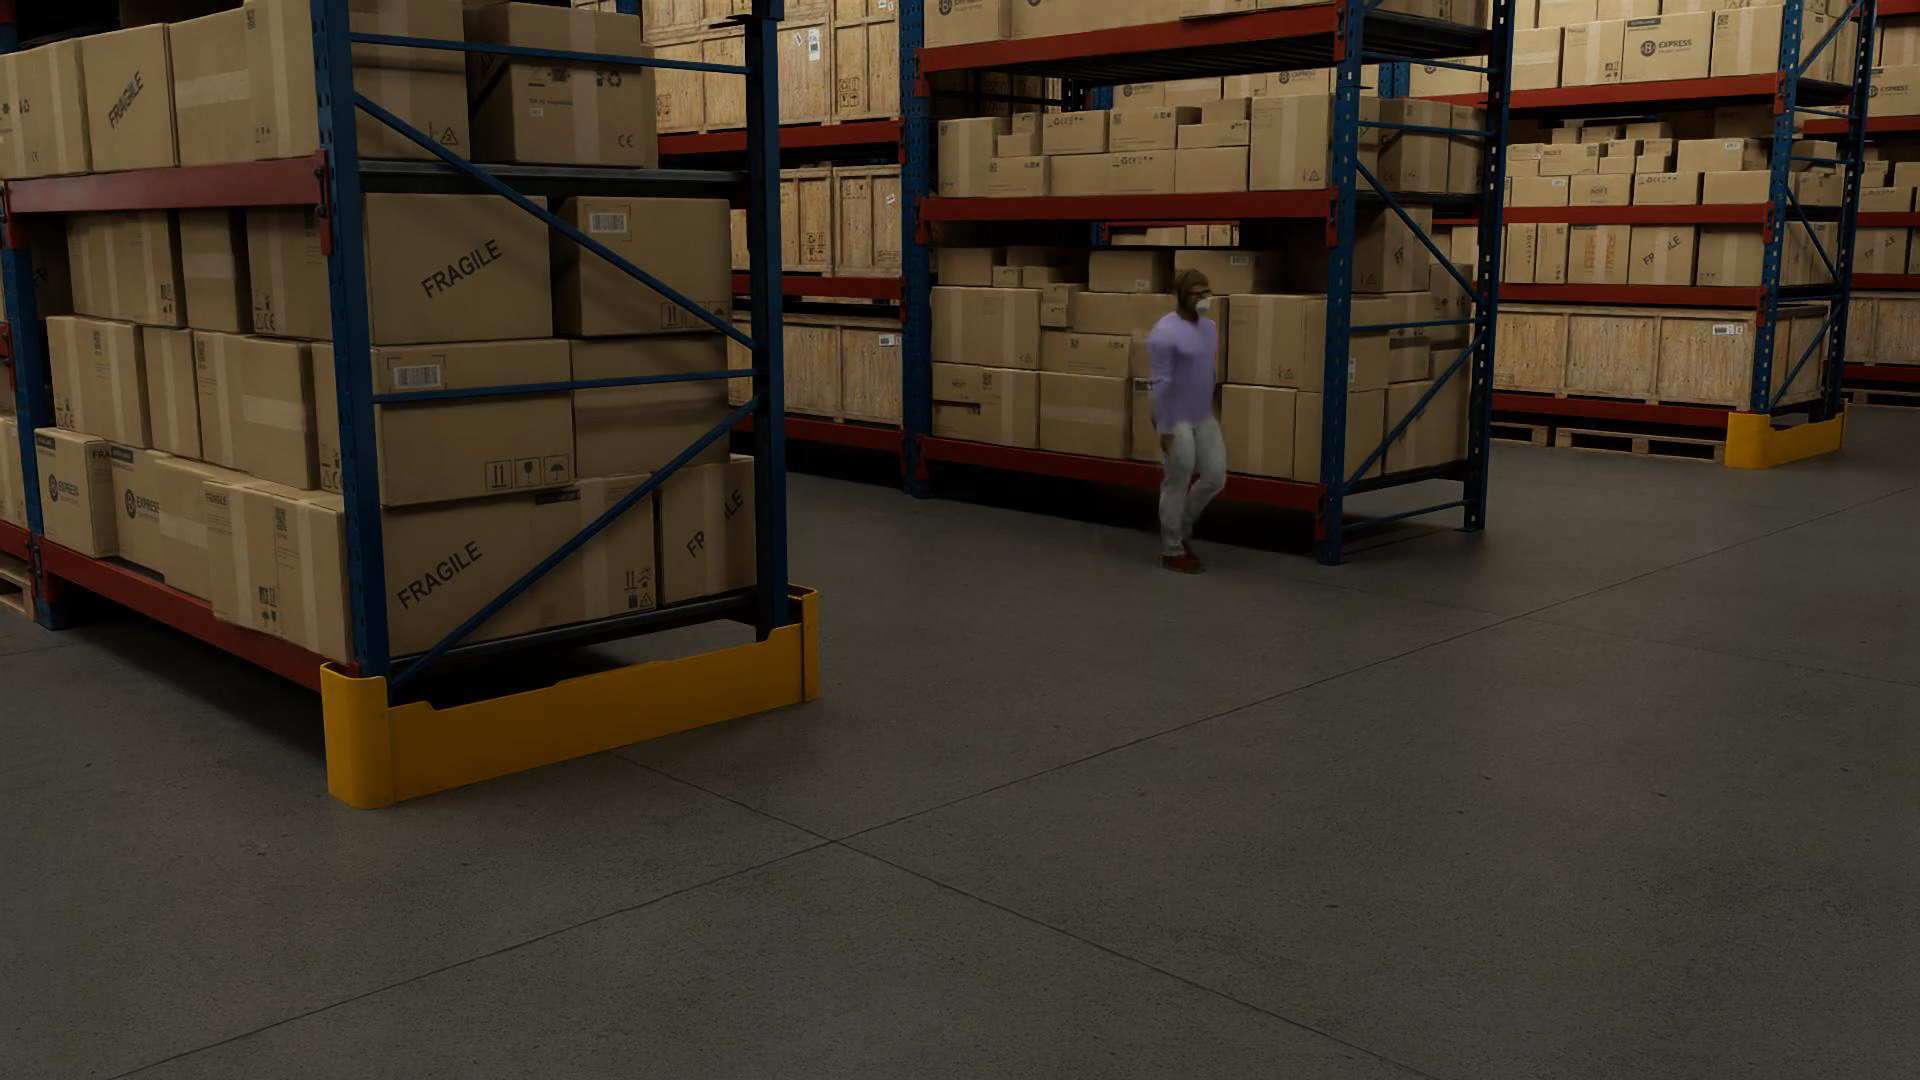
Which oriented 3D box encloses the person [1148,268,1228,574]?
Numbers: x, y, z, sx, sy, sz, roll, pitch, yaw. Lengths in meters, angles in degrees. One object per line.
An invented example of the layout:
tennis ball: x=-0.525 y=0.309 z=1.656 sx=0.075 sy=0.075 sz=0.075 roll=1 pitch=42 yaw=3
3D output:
person: x=1.440 y=-0.737 z=10.473 sx=0.647 sy=1.925 sz=0.436 roll=-10 pitch=14 yaw=-43
